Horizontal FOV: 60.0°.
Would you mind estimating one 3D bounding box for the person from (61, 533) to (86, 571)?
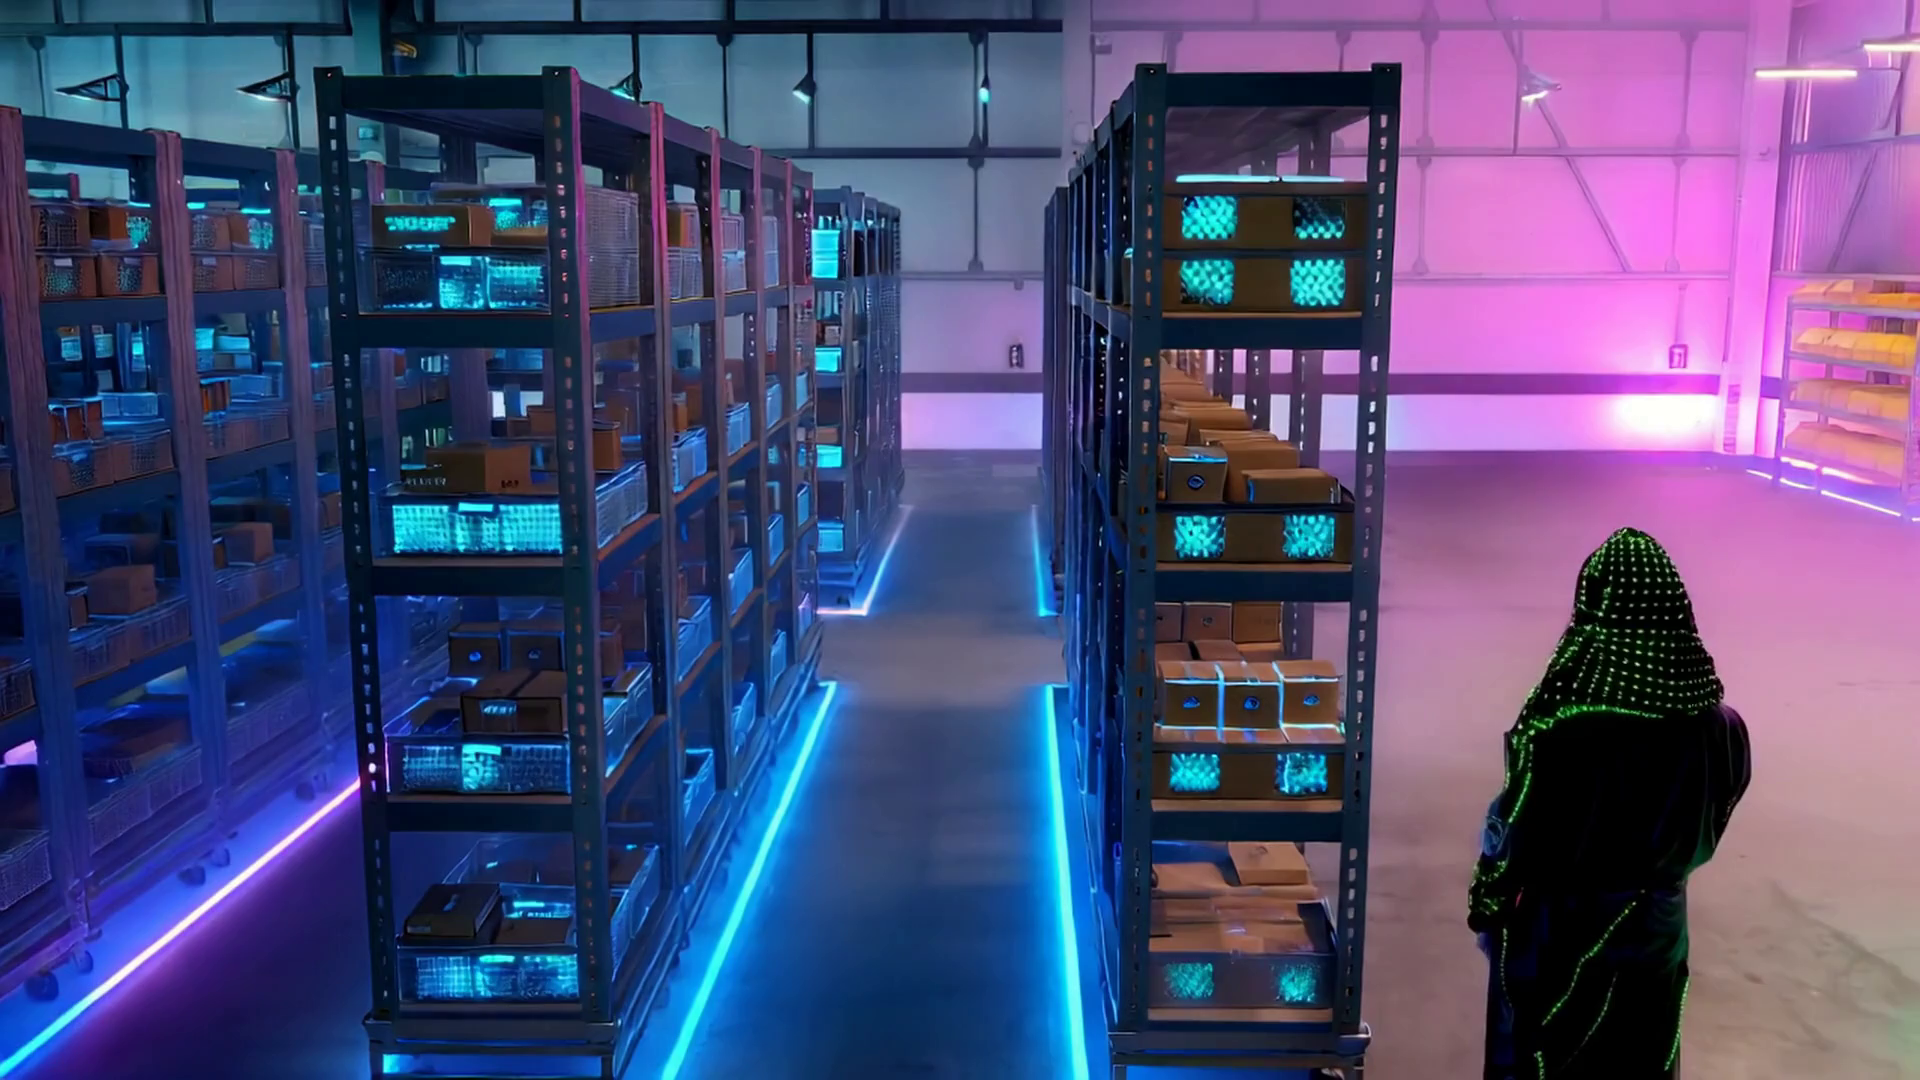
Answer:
[{"bbox_3d":[-7.308,-0.213,13.760,0.690,1.827,0.566,0,10,2],"label":"person"}]
